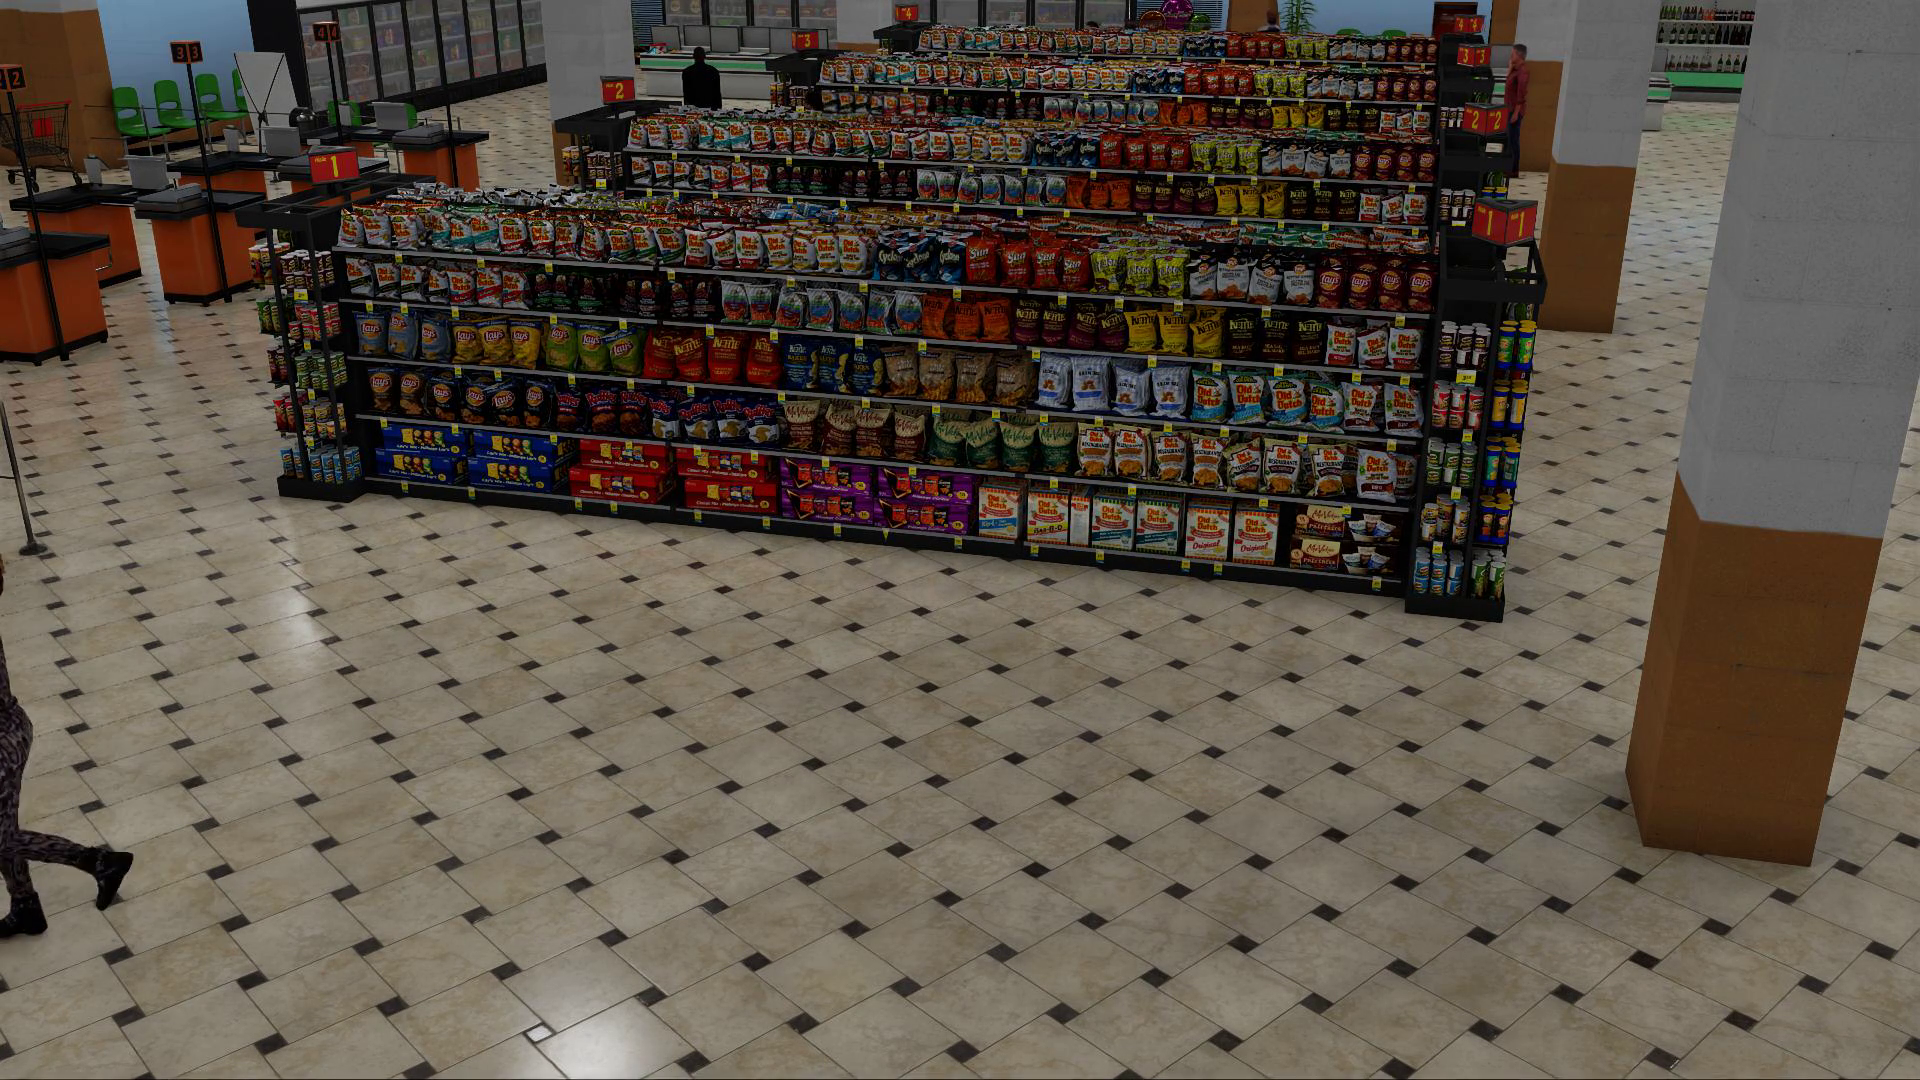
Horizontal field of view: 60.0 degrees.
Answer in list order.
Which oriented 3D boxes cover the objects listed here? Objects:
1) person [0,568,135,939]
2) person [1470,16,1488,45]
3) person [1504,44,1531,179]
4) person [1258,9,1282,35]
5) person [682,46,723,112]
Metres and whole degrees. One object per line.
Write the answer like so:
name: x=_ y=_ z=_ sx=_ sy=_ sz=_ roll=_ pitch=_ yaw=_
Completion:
person: x=-3.704 y=0.824 z=6.533 sx=0.956 sy=1.704 sz=0.850 roll=-8 pitch=23 yaw=-19
person: x=8.436 y=-7.830 z=27.906 sx=1.130 sy=1.825 sz=0.862 roll=0 pitch=22 yaw=-1
person: x=7.854 y=-6.071 z=23.524 sx=0.545 sy=1.829 sz=0.698 roll=5 pitch=22 yaw=11
person: x=5.427 y=-8.570 z=29.769 sx=0.883 sy=1.811 sz=0.946 roll=-7 pitch=23 yaw=-17
person: x=-3.611 y=-5.978 z=23.307 sx=0.723 sy=1.818 sz=0.848 roll=-6 pitch=23 yaw=-15
